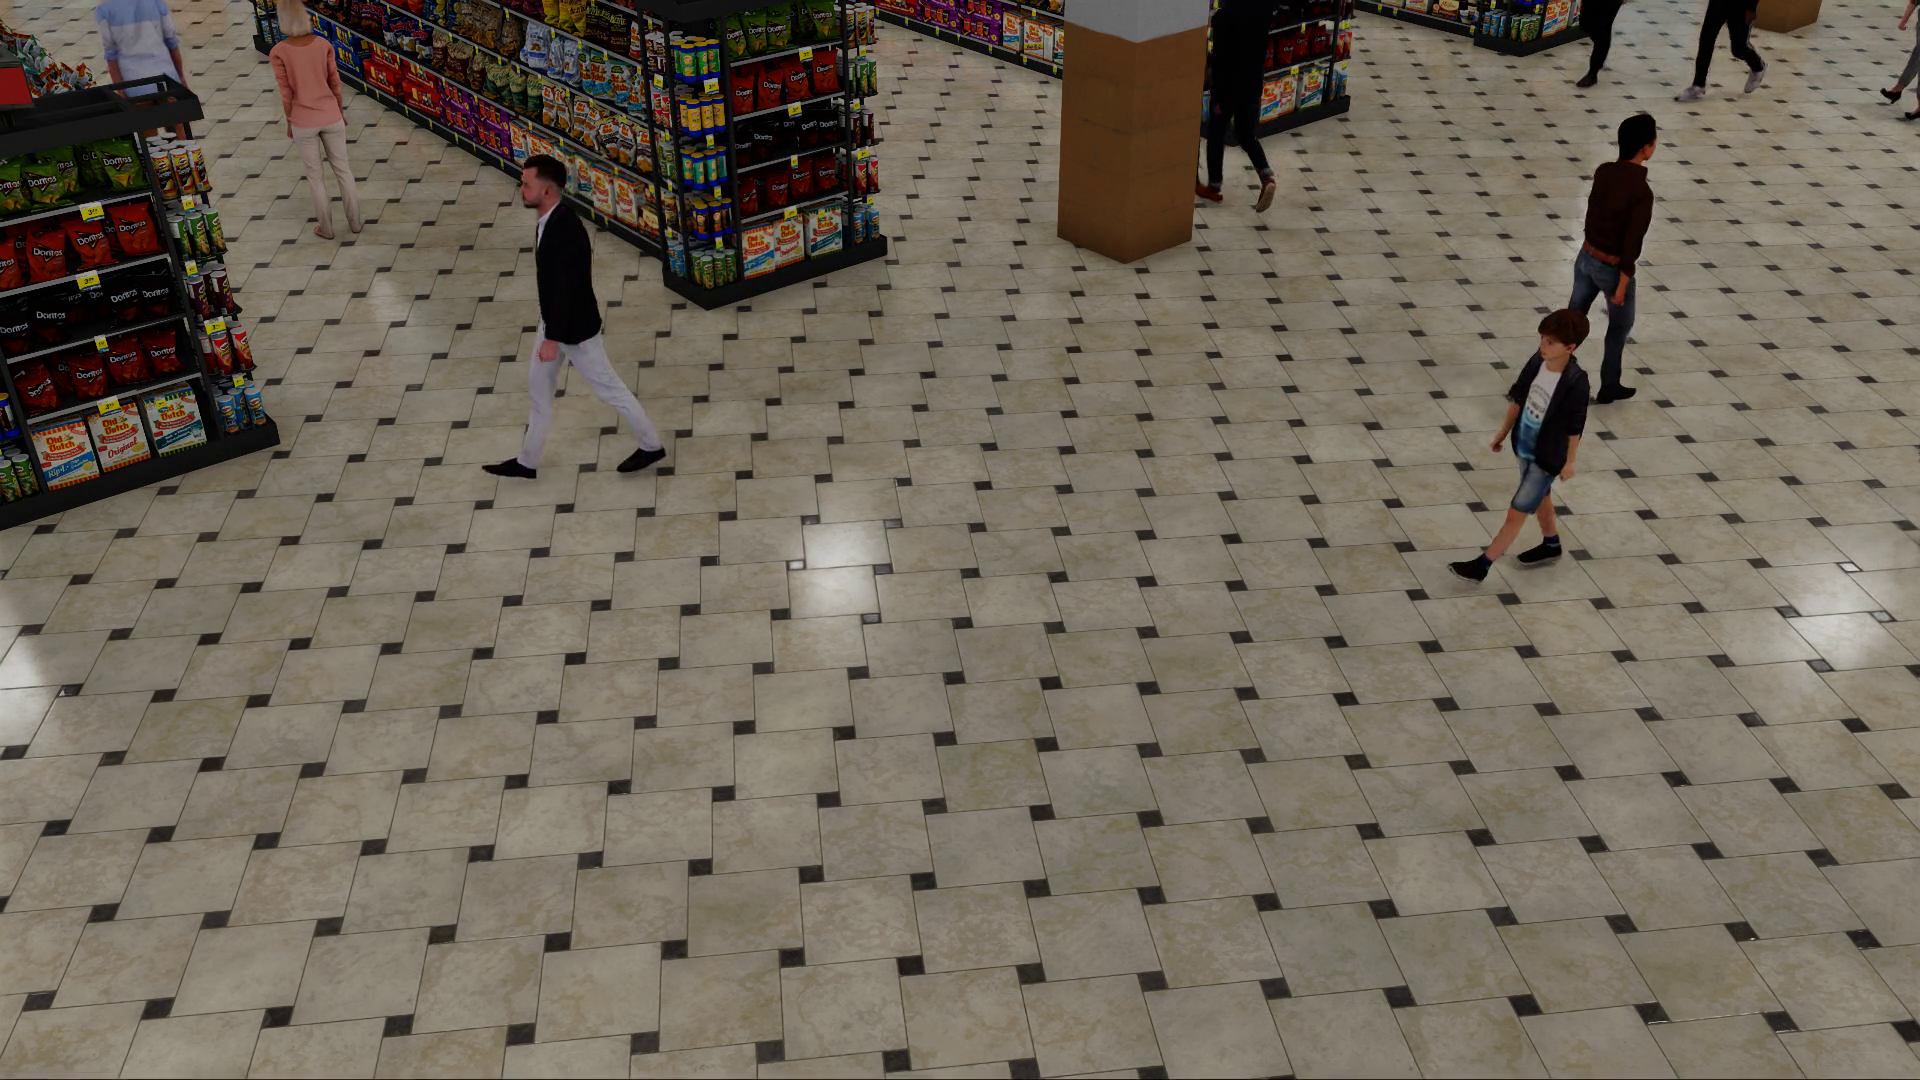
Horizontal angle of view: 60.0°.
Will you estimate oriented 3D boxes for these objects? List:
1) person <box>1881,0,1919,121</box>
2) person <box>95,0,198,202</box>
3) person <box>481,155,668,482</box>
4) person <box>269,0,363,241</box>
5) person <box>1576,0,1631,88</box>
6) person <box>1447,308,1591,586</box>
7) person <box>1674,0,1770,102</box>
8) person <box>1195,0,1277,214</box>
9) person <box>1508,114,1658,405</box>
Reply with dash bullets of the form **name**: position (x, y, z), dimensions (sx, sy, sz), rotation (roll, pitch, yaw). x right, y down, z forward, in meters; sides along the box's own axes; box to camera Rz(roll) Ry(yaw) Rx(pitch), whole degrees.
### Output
- **person**: position (8.293, -4.345, 14.036), dimensions (0.862, 1.654, 1.027), rotation (-8, 33, -13)
- **person**: position (-5.974, -3.354, 12.321), dimensions (0.822, 1.784, 1.167), rotation (-18, 36, -26)
- **person**: position (-1.926, -1.100, 8.695), dimensions (0.992, 1.786, 1.236), rotation (-12, 34, -19)
- **person**: position (-4.579, -3.001, 11.808), dimensions (0.615, 1.725, 0.537), rotation (-21, 37, -30)
- **person**: position (5.899, -5.038, 15.074), dimensions (0.944, 1.734, 0.726), rotation (28, 41, 37)
- **person**: position (2.849, -0.441, 7.991), dimensions (0.844, 1.412, 0.964), rotation (-9, 33, -14)
- **person**: position (6.856, -4.745, 14.540), dimensions (0.947, 1.801, 1.109), rotation (-12, 34, -19)
- **person**: position (2.075, -3.242, 12.140), dimensions (0.845, 1.784, 1.144), rotation (-15, 35, -22)
- **person**: position (3.555, -1.505, 9.387), dimensions (0.957, 1.742, 1.142), rotation (-12, 34, -19)
